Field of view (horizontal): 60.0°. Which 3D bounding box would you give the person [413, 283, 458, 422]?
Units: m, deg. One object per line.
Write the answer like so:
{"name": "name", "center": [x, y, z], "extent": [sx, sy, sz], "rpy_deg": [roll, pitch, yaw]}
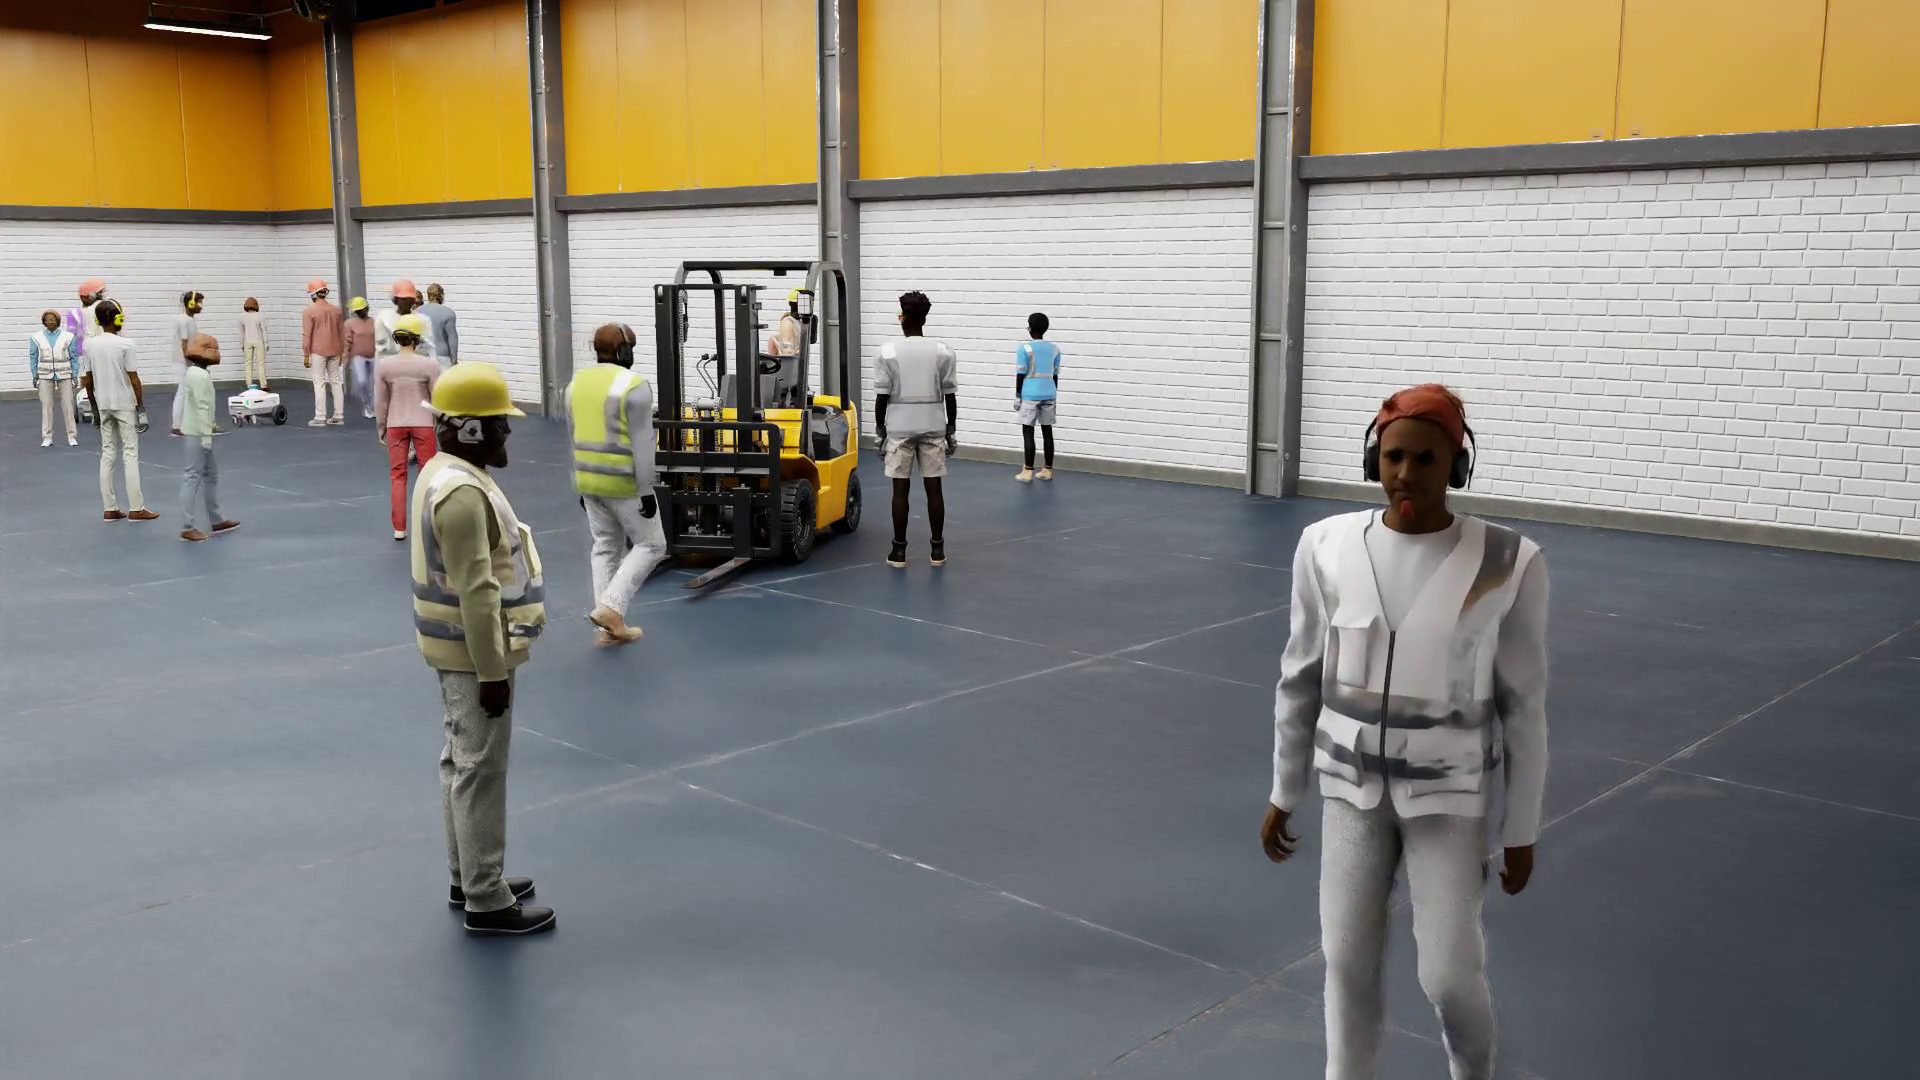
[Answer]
{"name": "person", "center": [-6.814, -2.365, 21.642], "extent": [0.629, 1.934, 0.376], "rpy_deg": [2, 9, 12]}

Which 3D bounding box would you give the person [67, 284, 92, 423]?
{"name": "person", "center": [-12.015, -2.590, 23.003], "extent": [0.549, 1.936, 0.368], "rpy_deg": [-8, 12, -40]}

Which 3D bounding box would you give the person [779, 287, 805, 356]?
{"name": "person", "center": [-1.796, -1.802, 18.229], "extent": [0.383, 1.921, 0.585], "rpy_deg": [1, 9, 5]}

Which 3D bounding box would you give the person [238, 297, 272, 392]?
{"name": "person", "center": [-12.152, -3.356, 28.638], "extent": [0.497, 1.632, 0.289], "rpy_deg": [0, 9, -1]}

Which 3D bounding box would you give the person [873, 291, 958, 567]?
{"name": "person", "center": [-0.316, -0.783, 11.839], "extent": [0.613, 1.965, 0.361], "rpy_deg": [-2, 9, -10]}

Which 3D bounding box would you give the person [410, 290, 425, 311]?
{"name": "person", "center": [-7.304, -2.442, 22.407], "extent": [0.505, 1.838, 0.349], "rpy_deg": [-4, 10, -24]}

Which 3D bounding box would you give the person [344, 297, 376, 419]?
{"name": "person", "center": [-8.324, -2.550, 23.378], "extent": [0.621, 1.723, 0.485], "rpy_deg": [-5, 11, -30]}

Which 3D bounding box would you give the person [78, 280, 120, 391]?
{"name": "person", "center": [-11.544, -2.514, 22.491], "extent": [0.567, 1.968, 0.729], "rpy_deg": [2, 10, 13]}

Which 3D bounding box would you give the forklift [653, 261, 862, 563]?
{"name": "forklift", "center": [-1.552, -1.040, 12.721], "extent": [1.214, 2.155, 2.313], "rpy_deg": [2, 9, 11]}

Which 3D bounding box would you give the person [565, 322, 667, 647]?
{"name": "person", "center": [-1.914, -0.295, 9.274], "extent": [0.651, 1.826, 0.437], "rpy_deg": [7, 12, 37]}

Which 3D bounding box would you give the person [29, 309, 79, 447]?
{"name": "person", "center": [-10.818, -1.932, 19.888], "extent": [0.513, 1.640, 0.307], "rpy_deg": [-4, 10, -24]}

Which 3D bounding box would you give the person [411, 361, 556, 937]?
{"name": "person", "center": [-1.533, 0.345, 5.335], "extent": [0.404, 1.832, 0.589], "rpy_deg": [-4, 10, -24]}

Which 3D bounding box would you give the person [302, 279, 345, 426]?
{"name": "person", "center": [-8.619, -2.531, 22.505], "extent": [0.407, 1.987, 0.614], "rpy_deg": [6, 11, 33]}

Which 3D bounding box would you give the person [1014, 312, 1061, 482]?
{"name": "person", "center": [0.776, -1.420, 16.603], "extent": [0.535, 1.690, 0.320], "rpy_deg": [-6, 11, -34]}

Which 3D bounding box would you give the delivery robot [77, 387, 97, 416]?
{"name": "delivery robot", "center": [-12.054, -1.959, 23.079], "extent": [0.477, 0.478, 0.707], "rpy_deg": [-4, 10, -25]}

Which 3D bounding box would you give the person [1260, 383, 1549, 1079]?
{"name": "person", "center": [0.991, 0.583, 3.745], "extent": [0.600, 1.870, 0.585], "rpy_deg": [6, 11, 33]}

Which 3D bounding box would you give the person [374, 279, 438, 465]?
{"name": "person", "center": [-5.919, -1.790, 17.922], "extent": [0.624, 1.989, 1.044], "rpy_deg": [-7, 11, -35]}

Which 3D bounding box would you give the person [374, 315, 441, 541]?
{"name": "person", "center": [-4.287, -0.873, 13.013], "extent": [0.535, 1.766, 0.321], "rpy_deg": [-1, 9, -5]}

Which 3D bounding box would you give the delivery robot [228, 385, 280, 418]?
{"name": "delivery robot", "center": [-9.507, -1.847, 22.395], "extent": [0.477, 0.478, 0.707], "rpy_deg": [2, 9, 14]}

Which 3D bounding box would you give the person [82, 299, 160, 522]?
{"name": "person", "center": [-7.064, -1.083, 13.967], "extent": [0.512, 1.874, 0.328], "rpy_deg": [1, 9, 8]}

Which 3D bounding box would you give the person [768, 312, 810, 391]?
{"name": "person", "center": [-1.941, -1.764, 18.863], "extent": [0.514, 1.636, 0.315], "rpy_deg": [-6, 11, -34]}

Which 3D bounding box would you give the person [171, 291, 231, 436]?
{"name": "person", "center": [-9.639, -2.212, 20.998], "extent": [0.812, 1.826, 0.589], "rpy_deg": [-2, 9, -11]}

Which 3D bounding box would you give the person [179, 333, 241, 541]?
{"name": "person", "center": [-5.948, -0.814, 13.115], "extent": [0.514, 1.613, 0.554], "rpy_deg": [-5, 11, -29]}
